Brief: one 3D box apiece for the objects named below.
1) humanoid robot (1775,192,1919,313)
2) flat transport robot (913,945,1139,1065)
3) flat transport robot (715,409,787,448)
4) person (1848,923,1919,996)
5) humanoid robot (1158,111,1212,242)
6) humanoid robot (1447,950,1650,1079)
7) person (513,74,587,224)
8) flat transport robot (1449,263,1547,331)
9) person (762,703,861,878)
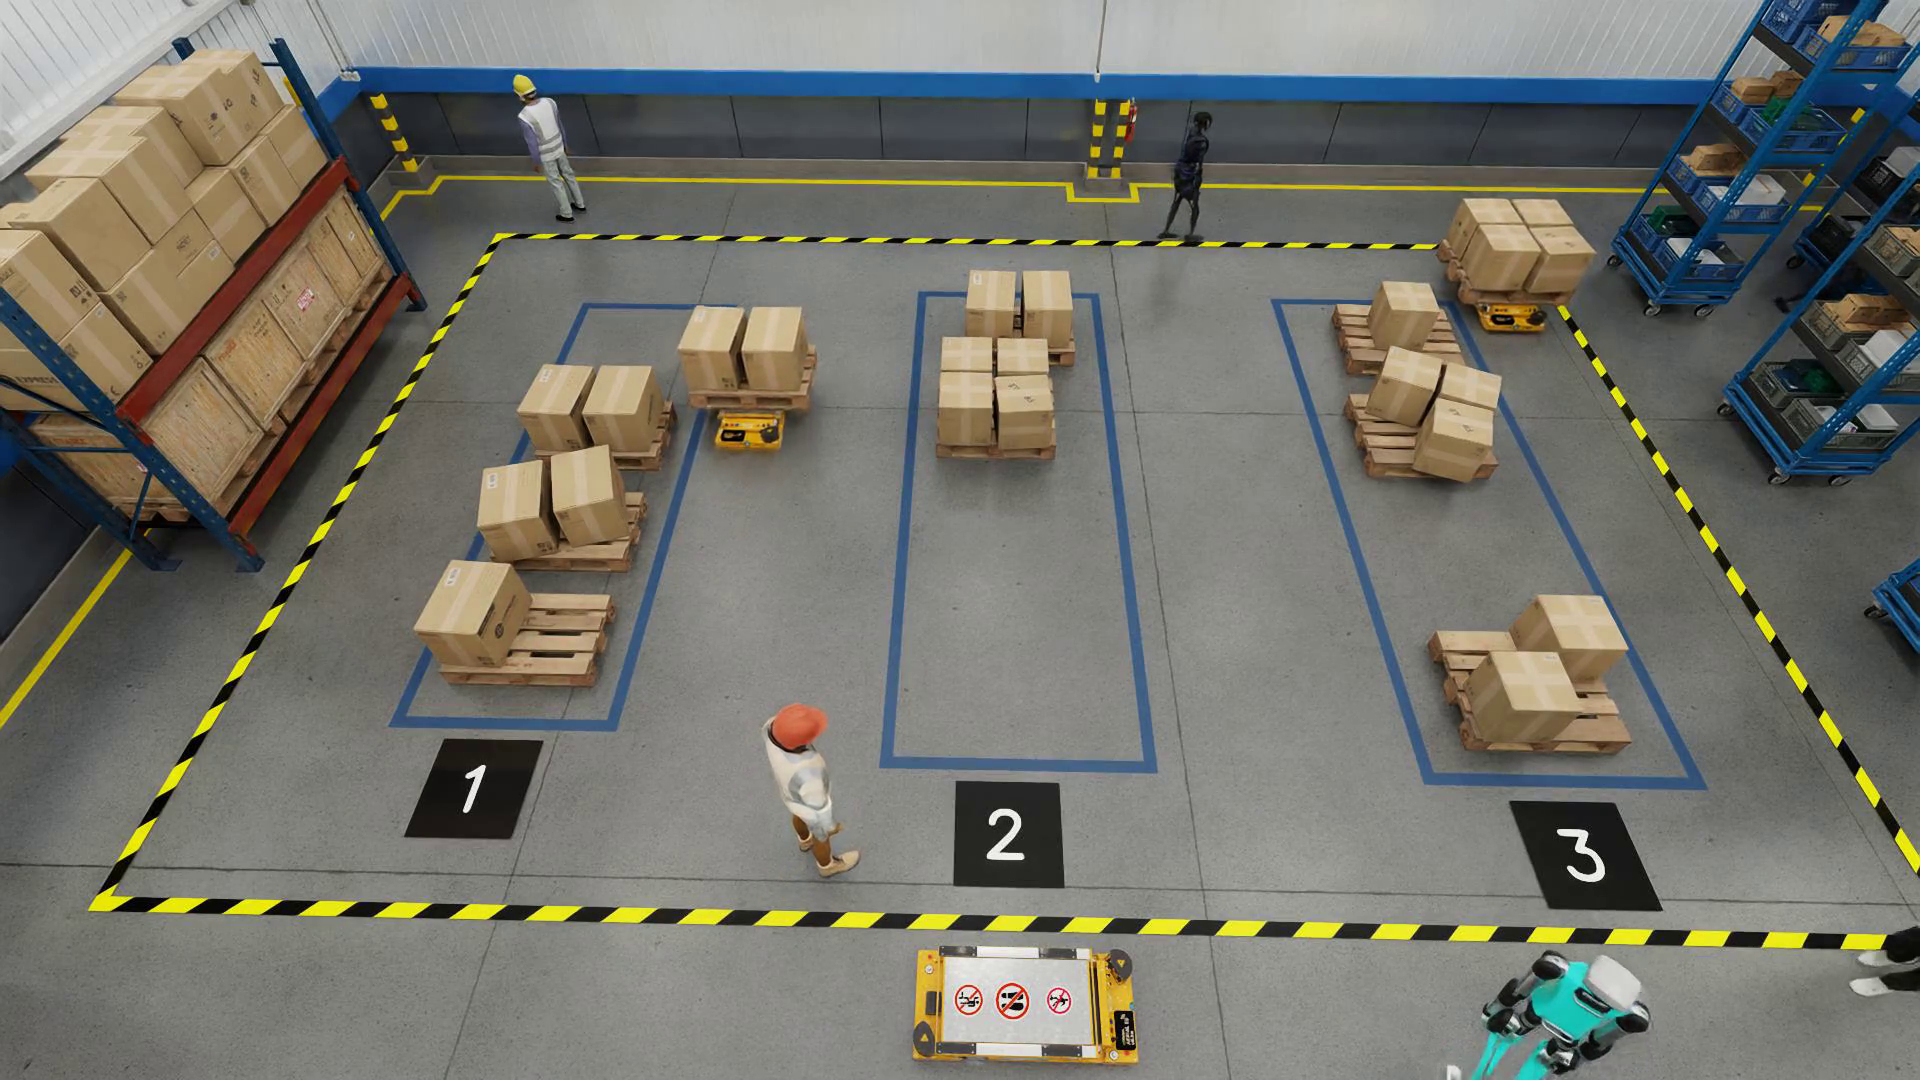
[{"bbox_3d":[9.922,-3.078,10.118,0.597,1.639,0.764,-22,54,-17],"label":"humanoid robot"},{"bbox_3d":[0.422,3.041,6.007,1.431,0.231,0.659,1,51,1],"label":"flat transport robot"},{"bbox_3d":[-2.149,-1.549,9.731,0.652,0.197,1.431,1,51,1],"label":"flat transport robot"},{"bbox_3d":[6.120,2.430,5.491,0.443,1.836,0.601,-6,51,-5],"label":"person"},{"bbox_3d":[2.834,-4.425,11.191,0.558,1.642,0.589,-8,51,-7],"label":"humanoid robot"},{"bbox_3d":[3.157,2.938,5.148,0.551,1.769,0.801,31,57,23],"label":"humanoid robot"},{"bbox_3d":[-5.138,-4.857,11.437,0.404,1.827,0.598,20,53,15],"label":"person"},{"bbox_3d":[6.392,-3.020,10.930,0.652,0.197,1.431,1,51,1],"label":"flat transport robot"},{"bbox_3d":[-0.972,1.636,6.008,0.392,2.042,0.609,-30,57,-22],"label":"person"}]
